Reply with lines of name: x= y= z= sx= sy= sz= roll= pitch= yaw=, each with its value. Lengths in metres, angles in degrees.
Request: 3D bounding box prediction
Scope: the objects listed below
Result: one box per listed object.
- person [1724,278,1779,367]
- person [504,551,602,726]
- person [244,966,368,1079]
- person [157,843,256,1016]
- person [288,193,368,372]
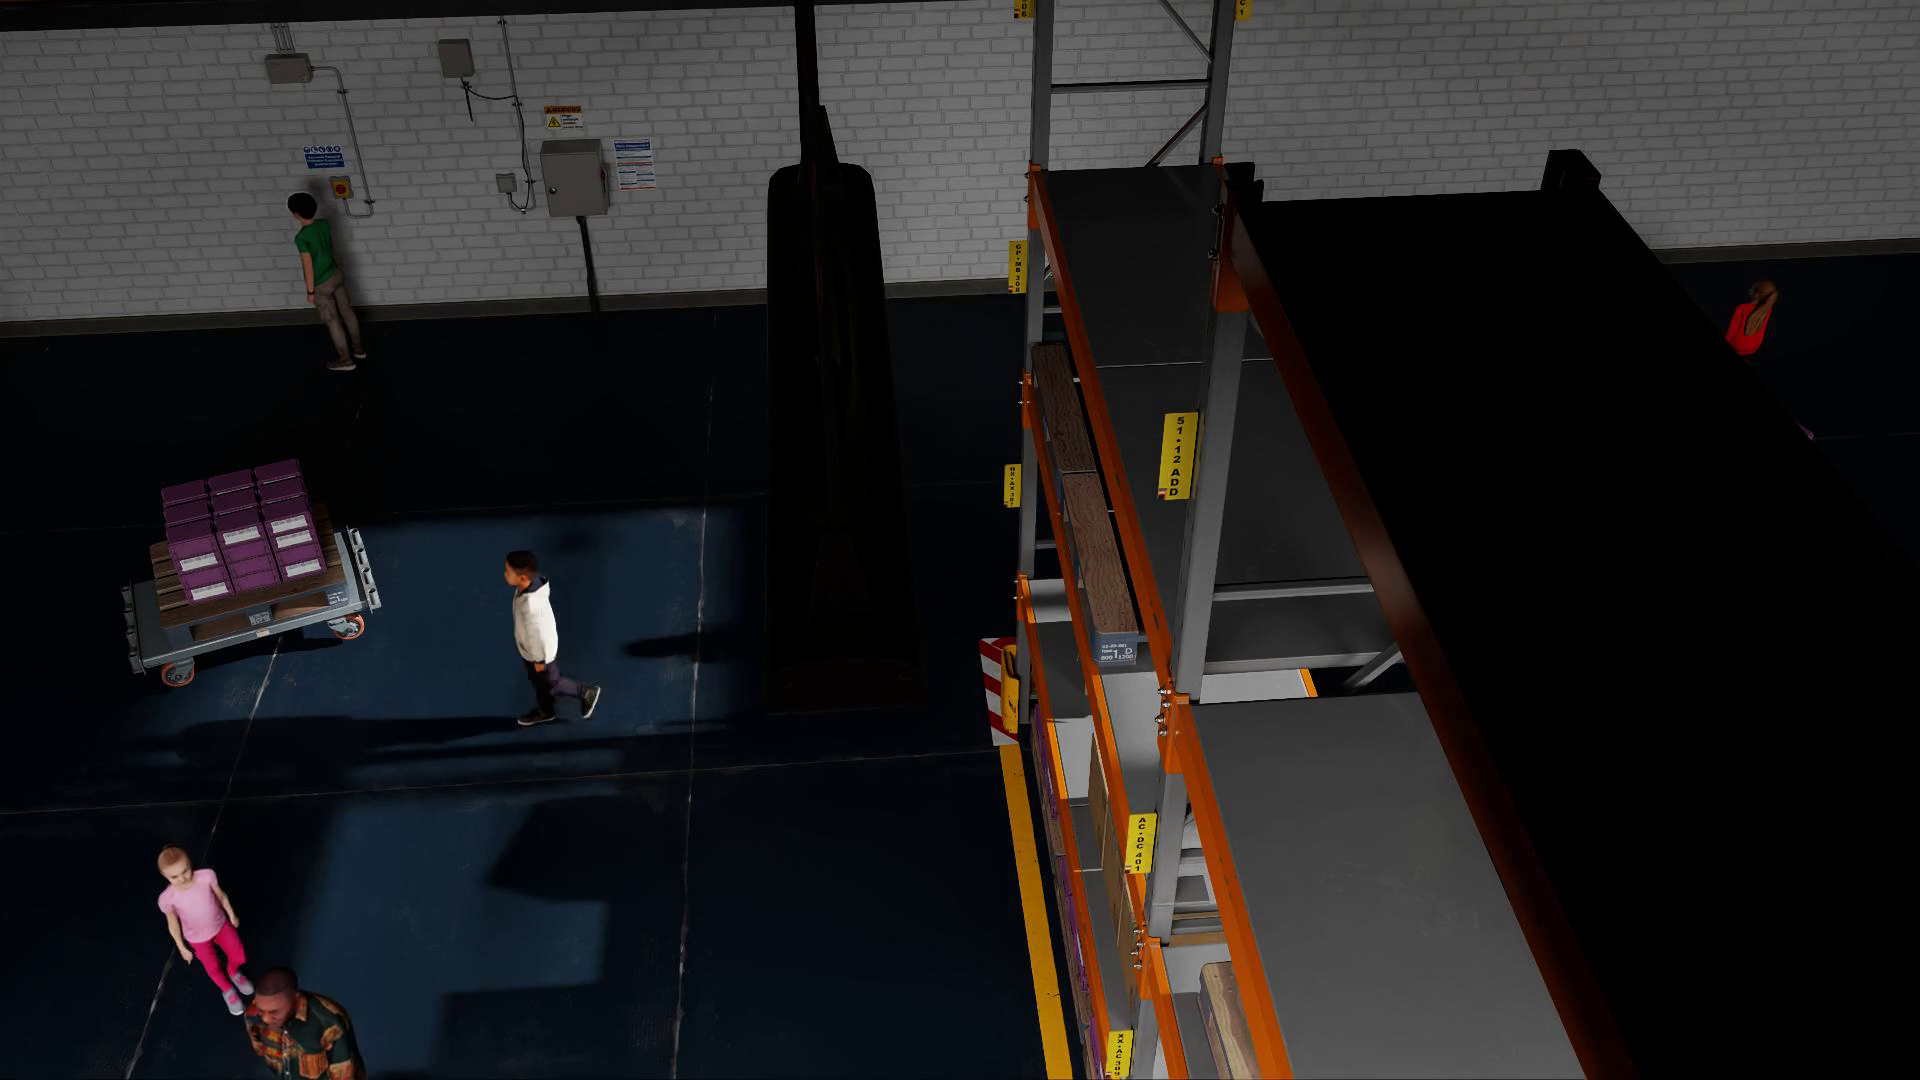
person: x=6.505 y=-1.618 z=13.850 sx=0.509 sy=1.280 sz=0.530 roll=-7 pitch=39 yaw=-8
person: x=-2.696 y=0.659 z=10.870 sx=0.784 sy=1.441 sz=0.811 roll=-14 pitch=41 yaw=-17
person: x=-3.078 y=2.613 z=8.168 sx=0.893 sy=1.761 sz=1.218 roll=6 pitch=39 yaw=8
person: x=-4.193 y=2.111 z=9.194 sx=0.594 sy=1.264 sz=0.647 roll=-31 pitch=48 yaw=-33
person: x=-5.450 y=-2.232 z=14.322 sx=0.724 sy=1.650 sz=0.602 roll=12 pitch=40 yaw=15
